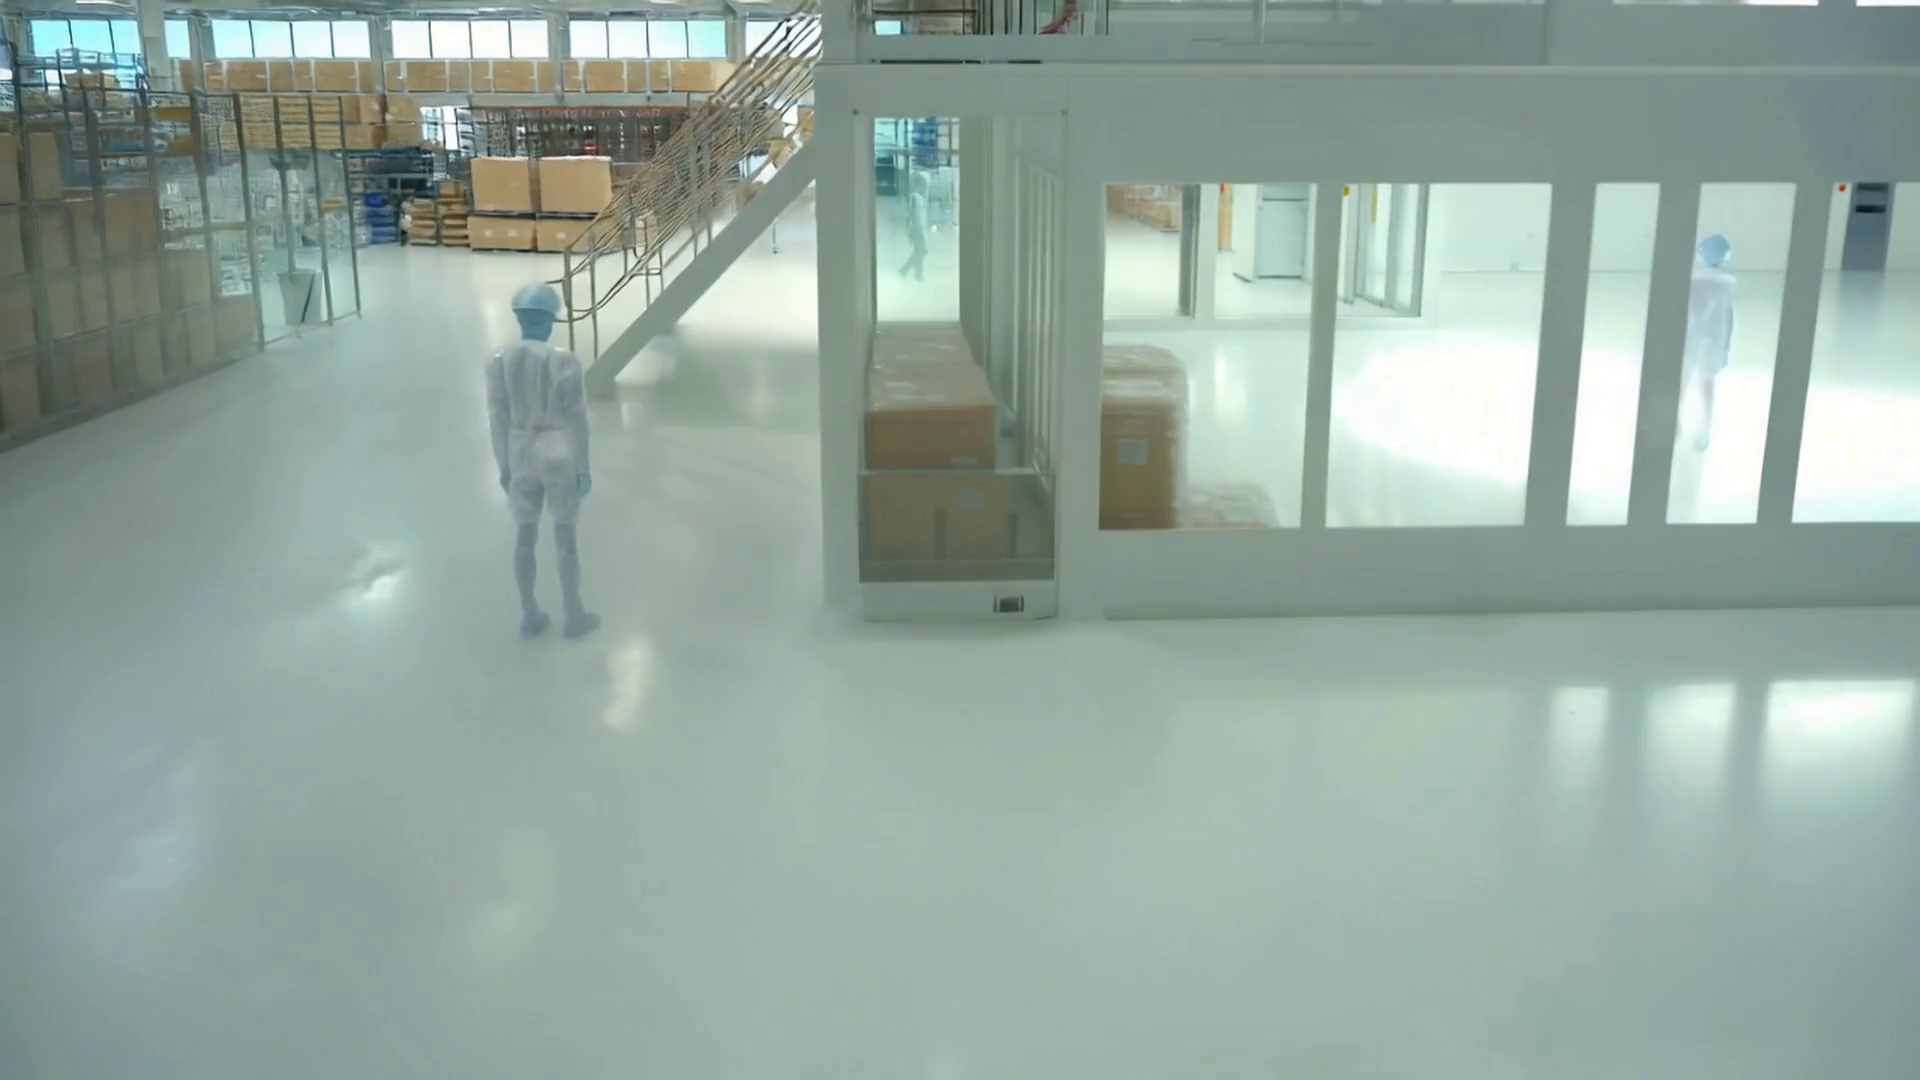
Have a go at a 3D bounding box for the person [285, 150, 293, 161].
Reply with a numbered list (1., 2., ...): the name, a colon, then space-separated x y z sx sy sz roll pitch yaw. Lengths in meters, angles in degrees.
1. person: -29.883 -16.617 74.100 0.898 1.722 0.536 0 14 1

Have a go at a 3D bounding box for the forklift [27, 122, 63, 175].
1. forklift: -35.376 -14.773 64.377 1.129 2.768 1.873 -1 14 -2

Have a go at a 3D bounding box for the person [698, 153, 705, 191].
1. person: -8.146 -11.319 52.302 0.579 2.025 0.653 2 14 7

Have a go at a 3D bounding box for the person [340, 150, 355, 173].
1. person: -22.084 -13.106 59.871 0.567 1.817 0.611 7 16 25

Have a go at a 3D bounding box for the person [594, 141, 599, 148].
1. person: -18.059 -19.080 83.387 0.375 1.995 0.609 10 17 34

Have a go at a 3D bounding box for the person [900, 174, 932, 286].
1. person: -0.744 -5.326 28.589 0.445 1.911 0.616 0 14 2

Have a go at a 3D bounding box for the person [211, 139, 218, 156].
1. person: -40.305 -20.695 89.986 0.436 1.935 0.623 -9 17 -32

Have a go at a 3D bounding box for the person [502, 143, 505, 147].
1. person: -23.386 -19.420 85.203 0.577 1.770 0.844 -8 16 -29

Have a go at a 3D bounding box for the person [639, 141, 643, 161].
1. person: -17.823 -21.556 93.714 0.996 1.784 0.572 0 14 -2

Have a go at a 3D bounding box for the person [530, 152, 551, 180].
1. person: -13.504 -11.479 53.284 0.953 1.859 0.656 7 16 27

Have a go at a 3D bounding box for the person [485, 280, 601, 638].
1. person: -2.238 -0.422 8.952 0.542 1.929 0.369 2 14 9
